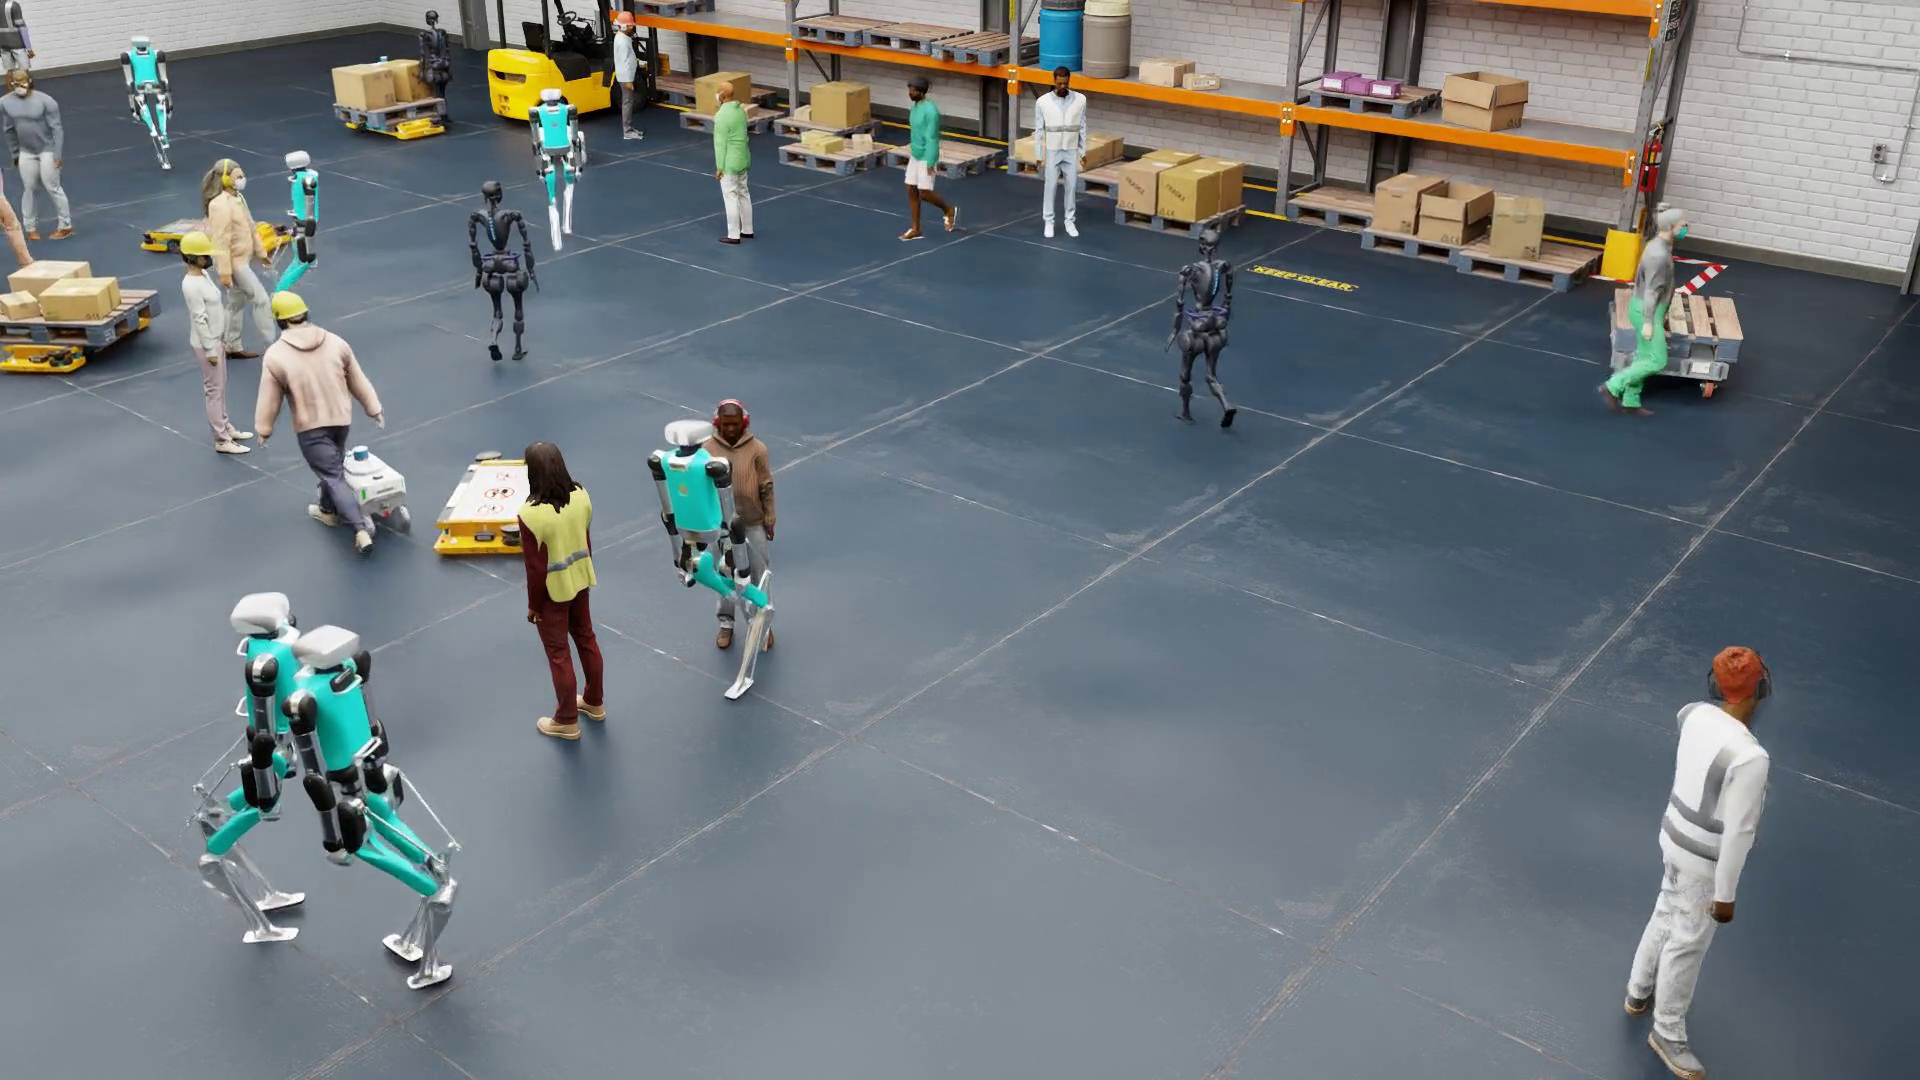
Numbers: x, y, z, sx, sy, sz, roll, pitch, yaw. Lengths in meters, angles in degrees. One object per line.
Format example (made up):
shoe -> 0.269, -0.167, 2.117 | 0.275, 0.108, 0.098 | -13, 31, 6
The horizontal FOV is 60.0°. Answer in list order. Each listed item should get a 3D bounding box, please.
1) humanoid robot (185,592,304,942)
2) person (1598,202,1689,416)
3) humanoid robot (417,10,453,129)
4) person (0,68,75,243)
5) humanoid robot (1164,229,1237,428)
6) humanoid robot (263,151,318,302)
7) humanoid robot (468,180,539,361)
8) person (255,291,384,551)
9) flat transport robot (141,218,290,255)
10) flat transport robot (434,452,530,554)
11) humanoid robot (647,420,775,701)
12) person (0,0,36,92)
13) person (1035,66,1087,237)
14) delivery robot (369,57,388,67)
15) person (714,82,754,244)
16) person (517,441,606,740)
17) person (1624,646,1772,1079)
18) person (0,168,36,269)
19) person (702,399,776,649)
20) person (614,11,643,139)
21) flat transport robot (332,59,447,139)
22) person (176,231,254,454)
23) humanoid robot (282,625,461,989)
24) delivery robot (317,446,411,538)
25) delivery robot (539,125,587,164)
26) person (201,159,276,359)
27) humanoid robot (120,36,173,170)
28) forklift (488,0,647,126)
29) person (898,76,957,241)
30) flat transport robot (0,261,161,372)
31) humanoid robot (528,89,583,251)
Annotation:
humanoid robot -> -3.323, 1.080, 7.660 | 0.761, 1.781, 0.535 | -4, 26, -9
person -> 5.669, -1.868, 13.641 | 0.441, 1.825, 0.534 | 11, 28, 21
humanoid robot -> -7.593, -6.788, 24.007 | 0.408, 1.655, 0.597 | 15, 29, 27
person -> -10.330, -4.305, 18.601 | 0.672, 1.915, 0.439 | -1, 26, -3
humanoid robot -> 1.994, -1.690, 13.468 | 0.584, 1.644, 0.562 | -13, 29, -25
humanoid robot -> -6.238, -2.652, 15.424 | 0.770, 1.822, 0.535 | -14, 29, -27
humanoid robot -> -4.114, -2.395, 14.913 | 0.600, 1.639, 0.483 | 2, 26, 3
person -> -4.411, -0.824, 11.523 | 0.963, 1.809, 0.822 | 22, 34, 38
flat transport robot -> -8.311, -3.382, 18.574 | 1.431, 0.231, 0.659 | 4, 26, 8
flat transport robot -> -3.340, -0.278, 12.146 | 0.659, 0.231, 1.431 | -1, 26, -2
humanoid robot -> -1.335, 0.050, 9.833 | 0.582, 1.819, 0.908 | 12, 28, 24
person -> -14.136, -7.395, 24.851 | 0.613, 2.038, 0.393 | 5, 26, 10
person -> 1.131, -4.379, 18.762 | 0.595, 1.908, 0.409 | -5, 26, -11
delivery robot -> -9.195, -7.429, 26.608 | 0.749, 0.578, 0.509 | 9, 27, 18
person -> -2.533, -4.199, 18.543 | 0.390, 1.778, 0.534 | 11, 28, 21
person -> -2.214, 0.284, 9.257 | 0.375, 1.768, 0.470 | 15, 29, 28
person -> 3.120, 1.351, 6.963 | 0.349, 1.856, 0.710 | 0, 26, -1
person -> -10.087, -3.506, 17.154 | 0.556, 1.745, 0.893 | 12, 28, 23
person -> -1.358, -0.108, 10.210 | 0.463, 1.647, 0.322 | 0, 26, -1
person -> -4.672, -6.543, 23.429 | 0.352, 1.740, 0.571 | -6, 26, -12
flat transport robot -> -8.183, -6.016, 24.030 | 1.431, 0.231, 0.659 | 18, 31, 33
person -> -5.863, -1.549, 13.060 | 0.313, 1.766, 0.522 | -7, 27, -14
humanoid robot -> -2.464, 1.216, 7.339 | 0.747, 1.761, 0.534 | 5, 26, 10
delivery robot -> -4.307, -0.390, 12.051 | 0.499, 0.595, 0.797 | -21, 33, -36
delivery robot -> -5.363, -5.344, 22.330 | 0.499, 0.614, 0.812 | -23, 34, -39
person -> -6.378, -2.492, 14.915 | 0.804, 1.845, 0.576 | -4, 26, -9
humanoid robot -> -10.381, -5.573, 21.438 | 0.558, 1.736, 1.028 | -16, 30, -30
forklift -> -5.874, -7.334, 24.552 | 1.214, 2.155, 2.313 | 19, 32, 34
person -> -0.383, -4.275, 18.625 | 0.605, 1.828, 0.506 | -17, 31, -31
flat transport robot -> -8.217, -1.875, 15.453 | 0.659, 0.231, 1.431 | 2, 26, 4
humanoid robot -> -4.477, -4.163, 18.526 | 0.534, 1.787, 0.857 | -7, 27, -14
